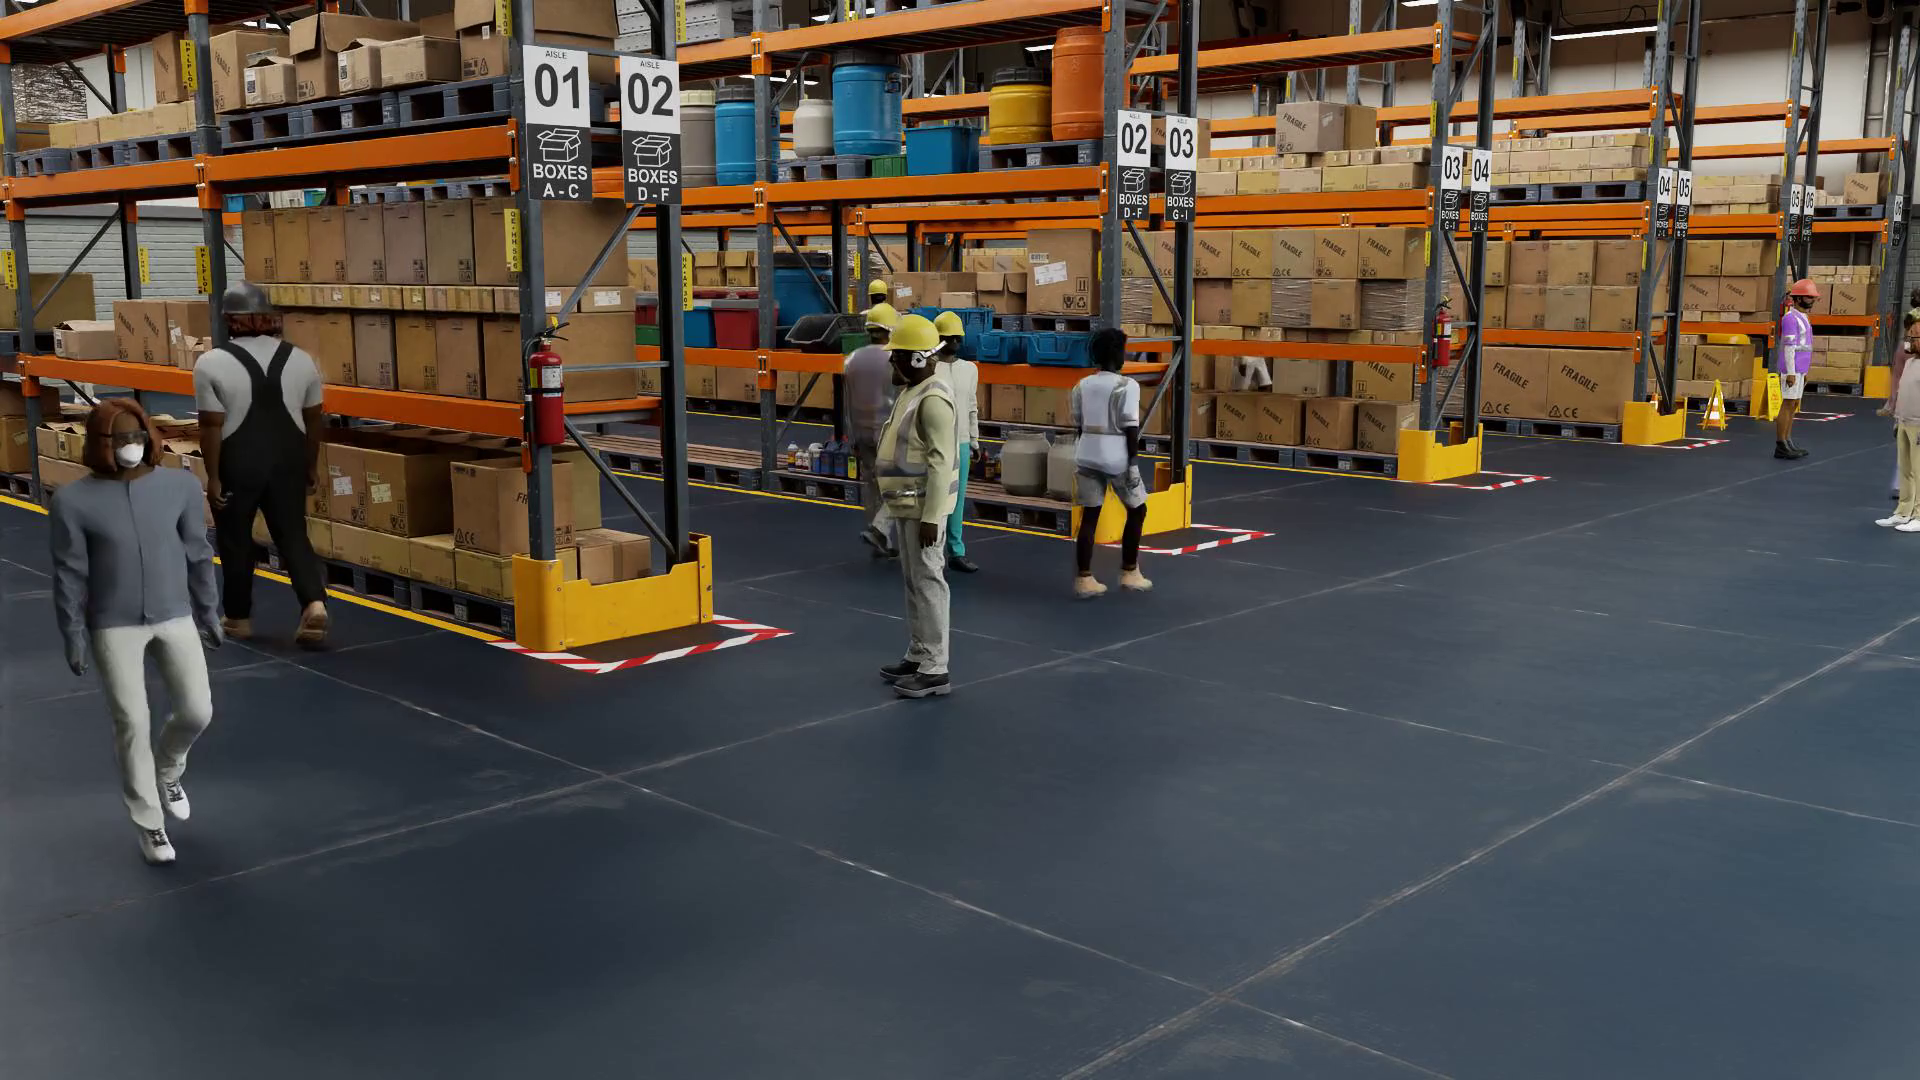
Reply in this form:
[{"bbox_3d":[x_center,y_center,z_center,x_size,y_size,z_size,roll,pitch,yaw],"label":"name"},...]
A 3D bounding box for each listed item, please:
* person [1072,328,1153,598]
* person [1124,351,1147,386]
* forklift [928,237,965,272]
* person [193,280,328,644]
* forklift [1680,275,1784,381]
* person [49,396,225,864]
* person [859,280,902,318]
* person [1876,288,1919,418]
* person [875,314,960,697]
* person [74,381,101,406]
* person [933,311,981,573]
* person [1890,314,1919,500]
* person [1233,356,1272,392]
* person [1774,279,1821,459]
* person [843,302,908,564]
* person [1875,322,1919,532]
[{"bbox_3d":[0.976,-0.483,10.434,0.632,1.677,0.562,-9,13,-44],"label":"person"},{"bbox_3d":[2.262,-2.421,21.650,0.550,1.916,0.805,-7,11,-36],"label":"person"},{"bbox_3d":[-0.326,-5.817,39.609,1.129,2.768,1.873,9,13,43],"label":"forklift"},{"bbox_3d":[-3.819,-0.426,9.127,0.688,2.000,0.956,-9,13,-43],"label":"person"},{"bbox_3d":[12.480,-3.427,27.053,1.214,2.155,2.313,9,13,43],"label":"forklift"},{"bbox_3d":[-2.861,0.301,5.803,0.531,1.619,0.405,-8,12,-39],"label":"person"},{"bbox_3d":[-0.916,-1.960,18.744,0.590,1.926,0.388,-4,10,-24],"label":"person"},{"bbox_3d":[13.127,-2.550,22.766,0.619,1.802,0.952,-3,10,-17],"label":"person"},{"bbox_3d":[-0.210,-0.172,8.071,0.404,1.830,0.602,-2,9,-13],"label":"person"},{"bbox_3d":[-13.291,-2.984,25.245,0.517,1.865,0.325,4,10,26],"label":"person"},{"bbox_3d":[-0.082,-0.649,11.205,0.525,1.769,0.315,-7,11,-35],"label":"person"},{"bbox_3d":[8.660,-1.223,14.865,0.900,1.724,0.532,-4,10,-24],"label":"person"},{"bbox_3d":[3.375,-2.148,19.662,0.612,2.014,0.914,-8,13,-42],"label":"person"},{"bbox_3d":[9.120,-1.862,18.116,0.359,1.938,0.545,7,12,38],"label":"person"},{"bbox_3d":[-0.551,-0.726,11.507,0.596,1.820,0.479,6,11,33],"label":"person"},{"bbox_3d":[7.503,-0.891,13.090,0.285,1.633,0.497,1,9,4],"label":"person"}]
